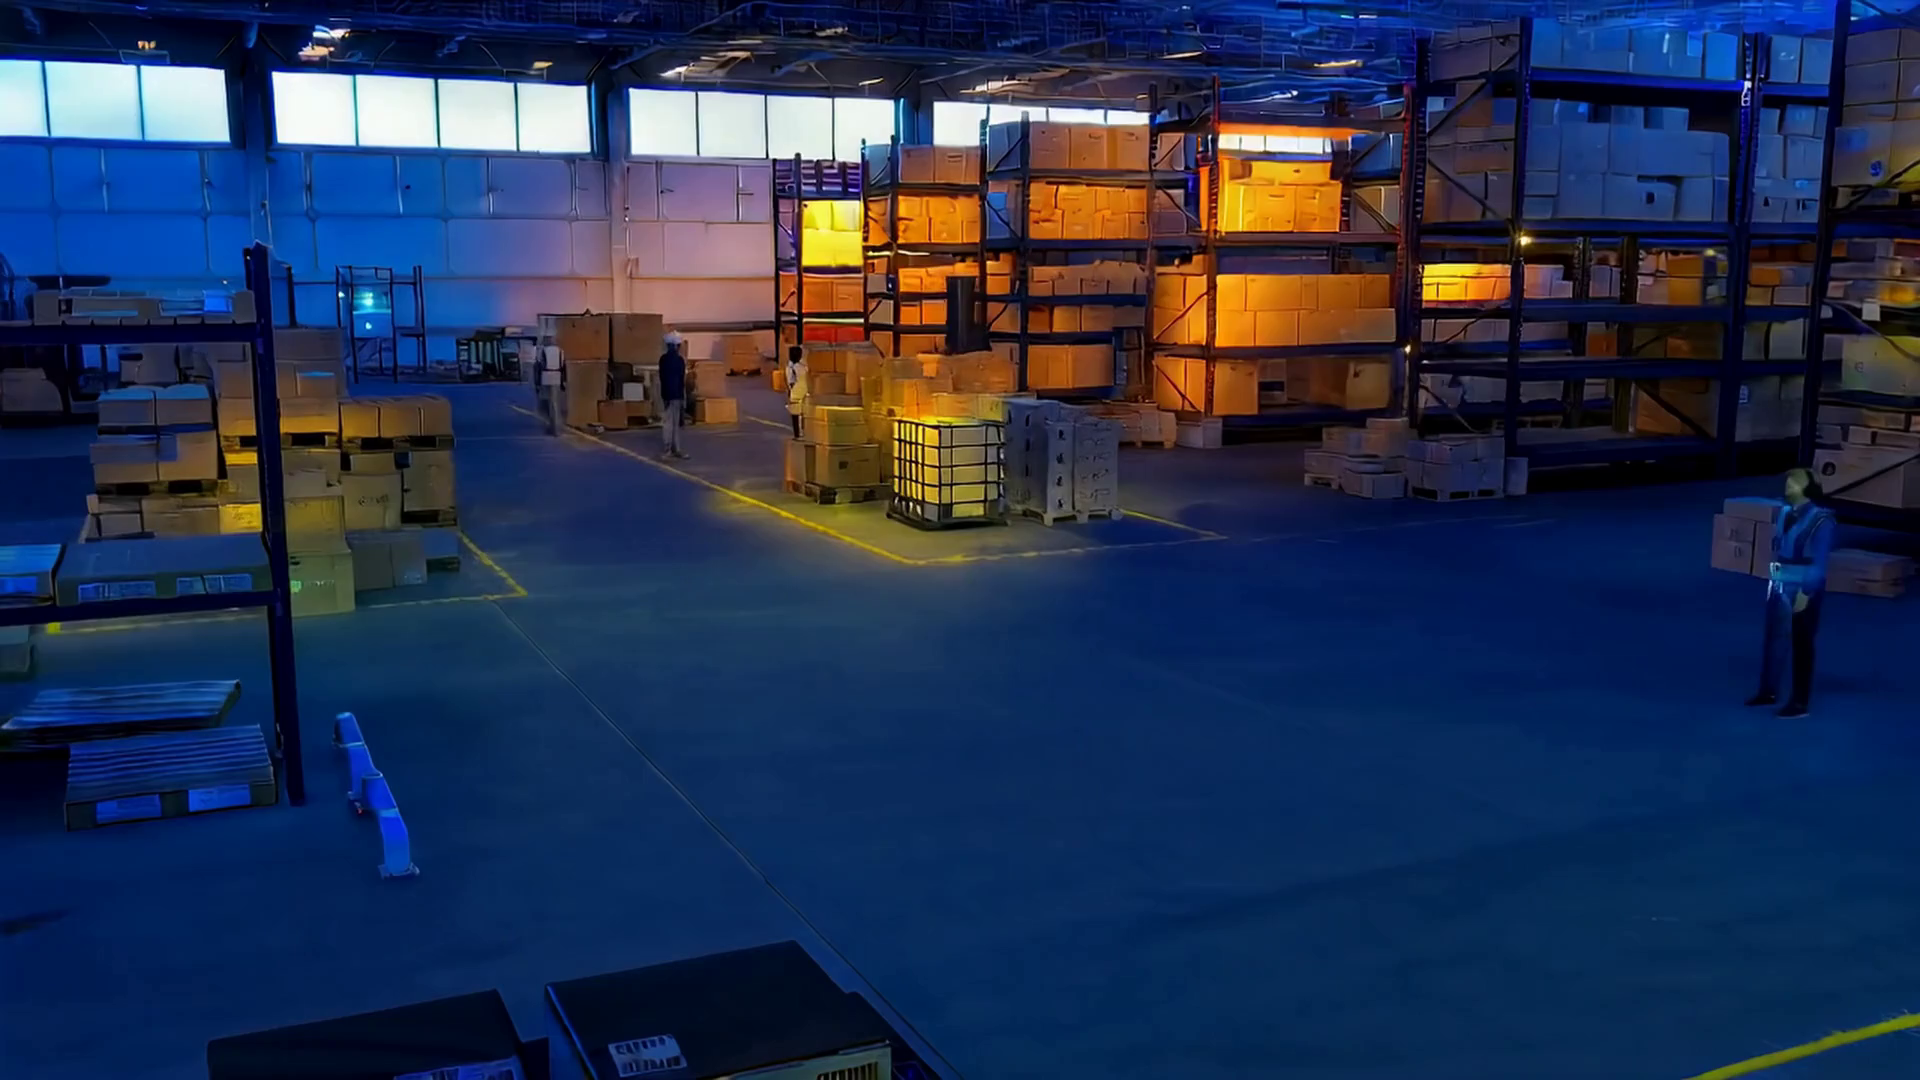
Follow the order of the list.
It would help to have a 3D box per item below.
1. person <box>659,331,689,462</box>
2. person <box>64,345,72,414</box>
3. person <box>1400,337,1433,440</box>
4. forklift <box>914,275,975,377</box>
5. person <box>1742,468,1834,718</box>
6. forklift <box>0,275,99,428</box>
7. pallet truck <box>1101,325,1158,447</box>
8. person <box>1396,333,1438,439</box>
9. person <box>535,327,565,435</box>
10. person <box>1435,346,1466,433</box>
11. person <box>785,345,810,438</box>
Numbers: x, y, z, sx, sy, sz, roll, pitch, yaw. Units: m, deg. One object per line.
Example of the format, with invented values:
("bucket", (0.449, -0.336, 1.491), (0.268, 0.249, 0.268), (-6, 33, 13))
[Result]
("person", (-4.372, -2.197, 25.465), (0.402, 1.990, 0.622), (3, 10, 18))
("person", (-17.968, -3.391, 33.099), (0.362, 1.929, 0.629), (-1, 9, -9))
("person", (6.680, -2.010, 24.472), (0.359, 1.939, 0.543), (-5, 10, -27))
("forklift", (-0.010, -4.470, 36.822), (1.873, 2.768, 1.129), (-4, 10, -25))
("person", (5.421, 0.343, 10.819), (0.354, 1.637, 0.526), (-2, 9, -12))
("forklift", (-17.011, -3.559, 31.168), (1.873, 2.768, 1.129), (-4, 10, -25))
("pallet truck", (2.881, -2.596, 27.923), (0.823, 1.965, 1.885), (-1, 9, -7))
("person", (7.755, -2.572, 28.101), (1.007, 1.884, 0.655), (-4, 10, -22))
("person", (-7.287, -2.821, 29.554), (0.578, 1.919, 0.395), (-7, 11, -36))
("person", (8.297, -2.429, 27.932), (0.825, 1.657, 0.536), (-7, 11, -36))
("person", (-2.665, -2.345, 27.289), (0.319, 1.699, 0.533), (6, 11, 33))
